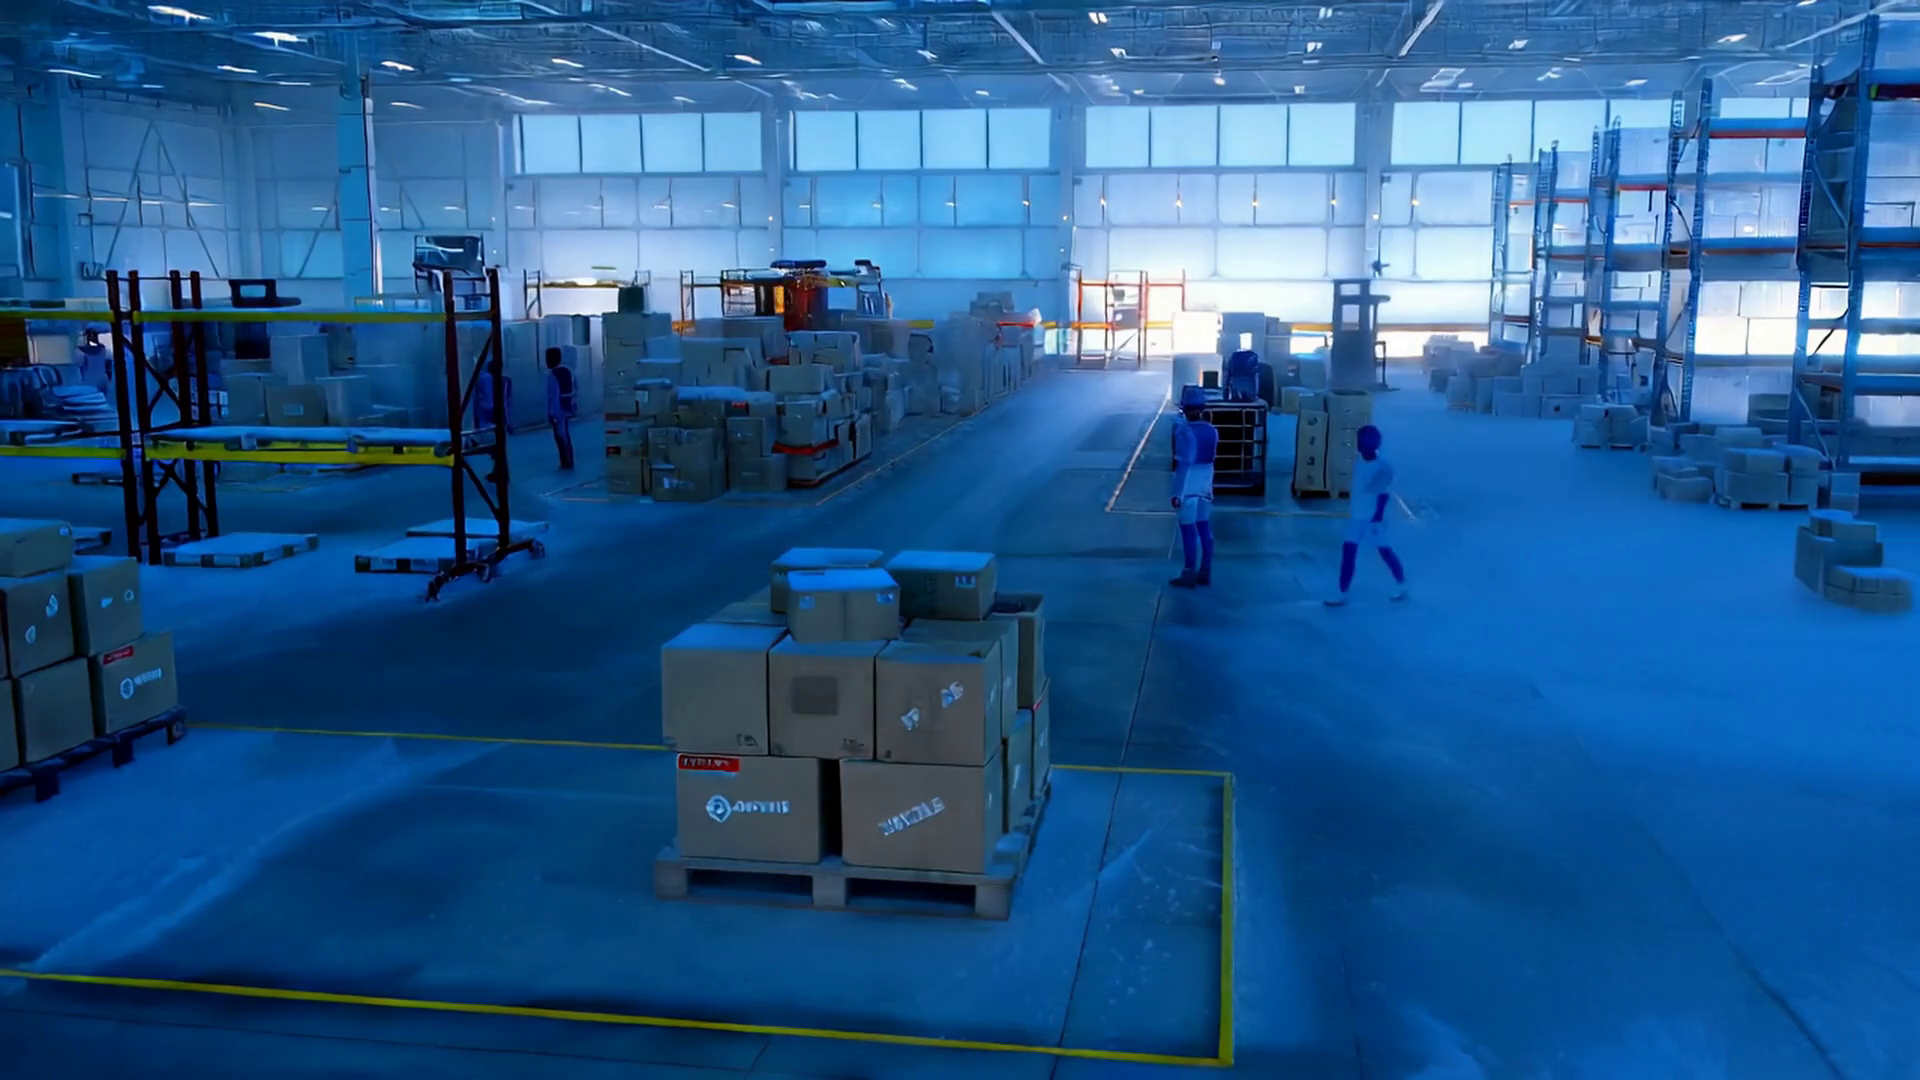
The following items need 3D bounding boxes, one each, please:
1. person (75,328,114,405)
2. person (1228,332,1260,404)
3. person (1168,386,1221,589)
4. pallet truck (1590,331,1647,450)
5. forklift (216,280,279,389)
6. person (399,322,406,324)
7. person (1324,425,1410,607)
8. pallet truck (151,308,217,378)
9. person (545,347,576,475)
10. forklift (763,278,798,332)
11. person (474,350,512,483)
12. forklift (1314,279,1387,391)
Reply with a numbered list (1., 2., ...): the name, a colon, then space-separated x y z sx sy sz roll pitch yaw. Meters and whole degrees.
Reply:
1. person: -16.669 -3.120 32.071 0.460 1.929 0.654 9 13 44
2. person: 4.951 -2.623 28.902 0.607 1.966 0.367 8 12 41
3. person: 2.229 -0.502 15.909 0.545 1.938 0.355 -8 12 -41
4. pallet truck: 11.253 -2.573 28.499 0.823 1.965 1.885 5 10 27
5. forklift: -15.499 -4.338 36.670 1.129 2.768 1.873 1 9 5
6. person: -15.218 -5.258 45.450 0.348 1.878 0.579 0 9 2
7. person: 3.751 -0.225 15.080 0.897 1.656 0.533 -5 10 -27
8. pallet truck: -21.869 -5.598 47.154 0.823 1.965 1.885 4 10 26
9. person: -5.968 -1.925 24.807 0.411 1.903 0.600 1 9 5
10. forklift: -4.760 -5.575 44.295 1.873 2.768 1.129 8 12 42
11. person: -6.575 -1.729 23.546 0.549 1.919 0.717 -8 12 -40
12. forklift: 9.797 -5.172 41.813 1.129 2.768 1.873 -3 10 -17
